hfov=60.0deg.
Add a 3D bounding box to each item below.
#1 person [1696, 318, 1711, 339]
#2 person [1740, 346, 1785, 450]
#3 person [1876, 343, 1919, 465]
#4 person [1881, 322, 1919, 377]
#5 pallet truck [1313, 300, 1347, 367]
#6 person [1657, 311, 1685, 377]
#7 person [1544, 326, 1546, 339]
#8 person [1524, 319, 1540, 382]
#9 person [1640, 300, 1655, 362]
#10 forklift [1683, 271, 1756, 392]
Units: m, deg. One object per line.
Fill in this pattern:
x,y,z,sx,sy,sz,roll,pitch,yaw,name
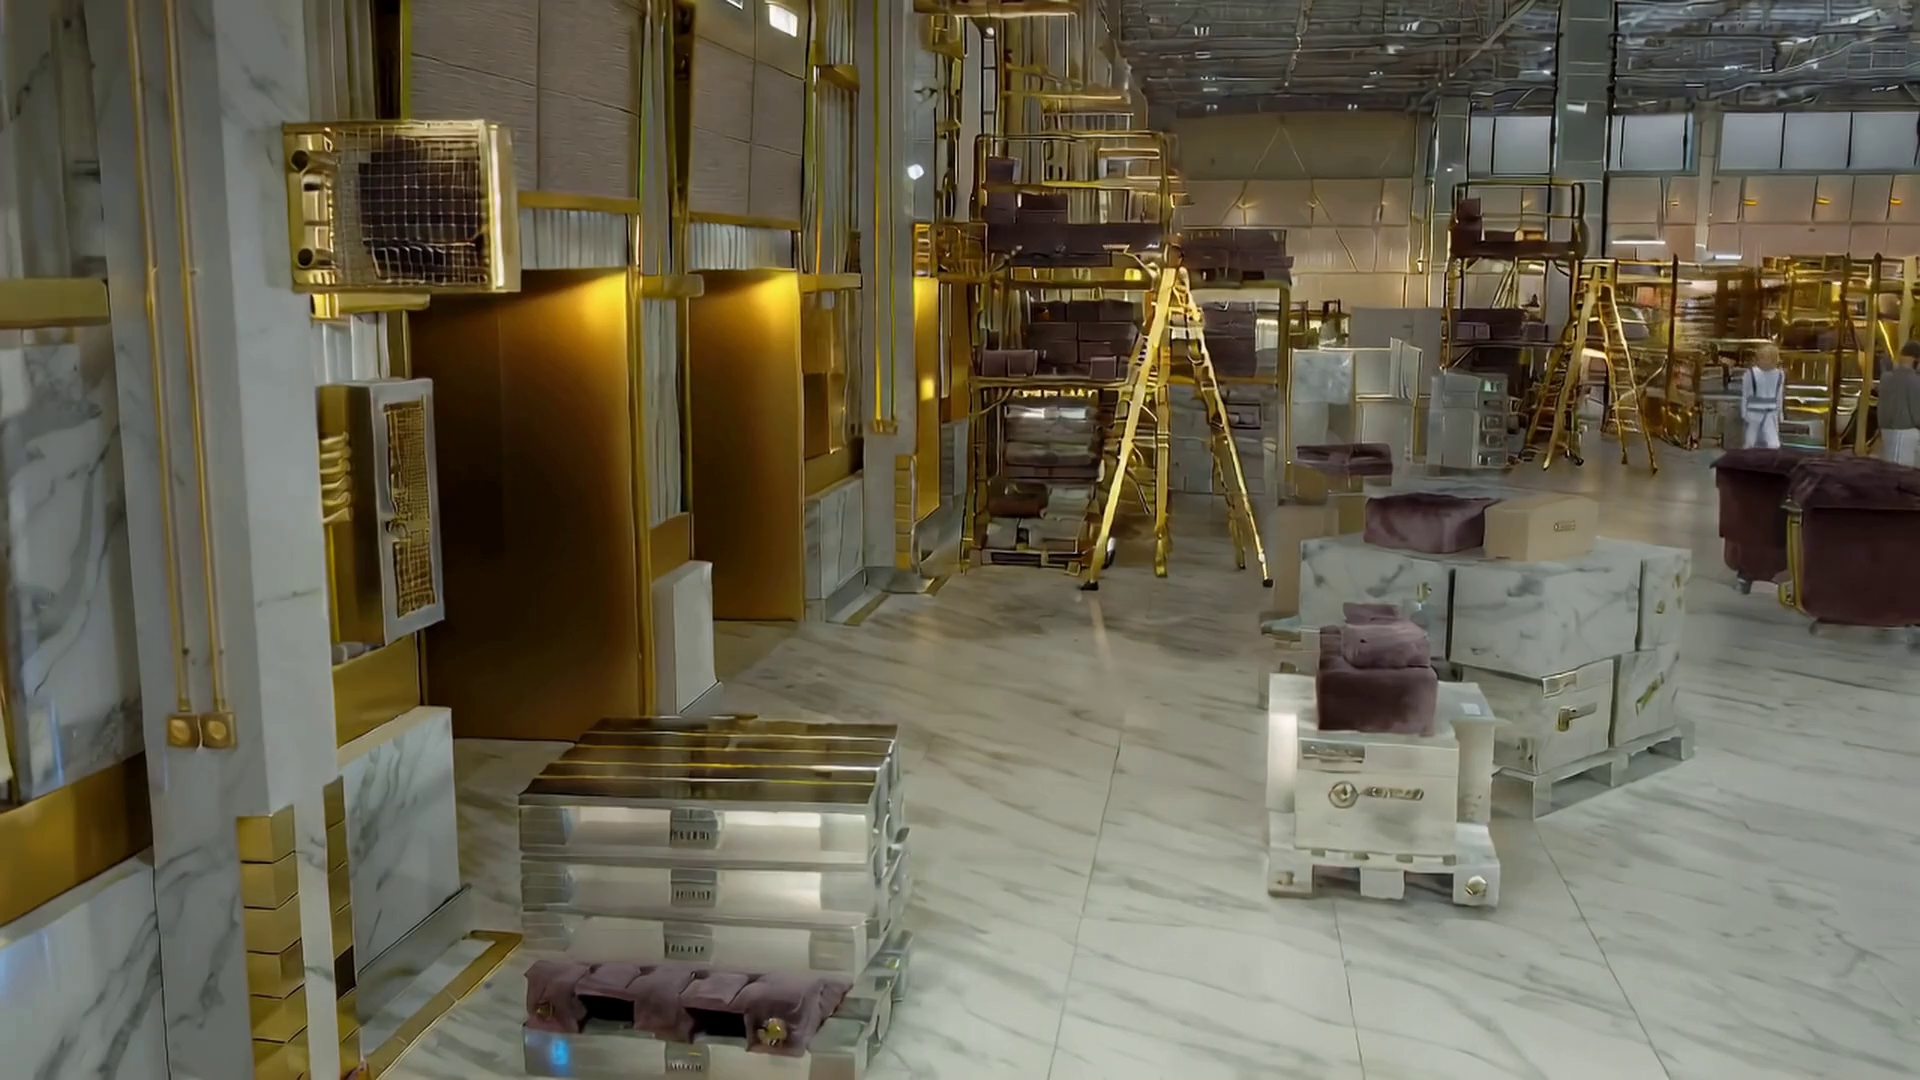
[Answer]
17.293,-4.313,38.946,0.506,1.738,0.523,6,11,32,person
10.484,-1.595,21.741,0.597,1.866,0.619,0,9,1,person
11.241,-1.351,19.818,0.394,1.992,0.622,-5,10,-27,person
17.117,-3.020,30.296,0.629,1.936,0.372,5,11,29,person
11.159,-6.200,49.718,0.823,1.965,1.885,4,10,26,pallet truck
17.052,-4.561,39.936,0.640,1.890,0.953,4,10,23,person
13.848,-4.407,39.291,0.345,1.811,0.687,-2,10,-15,person
14.661,-4.846,42.525,0.517,1.615,0.375,-5,11,-30,person
21.473,-6.531,51.943,0.354,1.939,0.545,5,11,30,person
17.864,-4.826,38.529,1.873,2.768,1.129,-3,10,-16,forklift
